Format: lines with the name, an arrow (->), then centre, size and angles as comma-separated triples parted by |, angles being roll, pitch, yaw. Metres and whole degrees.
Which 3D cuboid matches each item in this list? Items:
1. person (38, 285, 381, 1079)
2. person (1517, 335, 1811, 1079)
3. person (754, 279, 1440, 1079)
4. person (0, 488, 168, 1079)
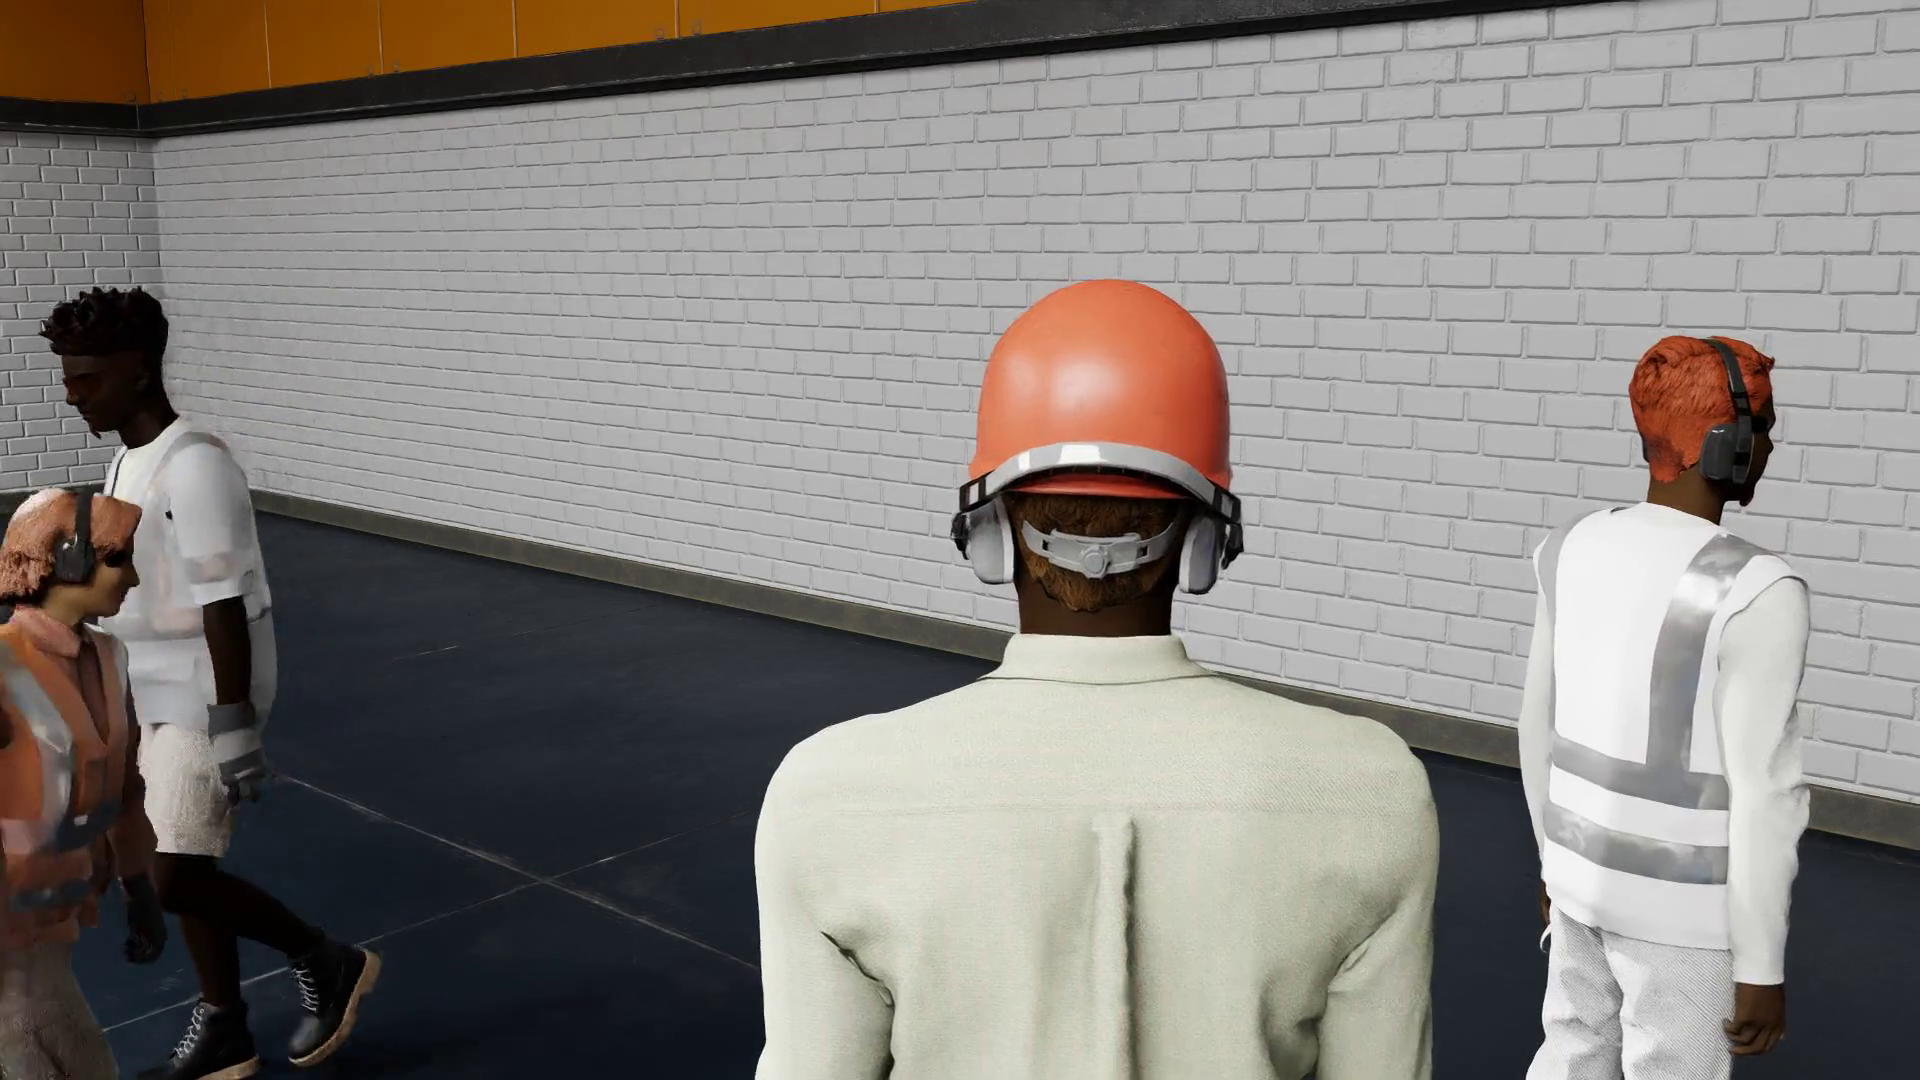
person -> -1.796, 0.378, 3.921 | 0.549, 1.940, 0.648 | -8, 13, -40
person -> 1.162, 0.604, 2.794 | 0.358, 1.882, 0.574 | -3, 10, -18
person -> 0.121, 0.764, 1.559 | 0.614, 1.993, 0.395 | 0, 10, -2
person -> -1.623, 0.709, 3.017 | 0.817, 1.583, 0.569 | -1, 10, -5
